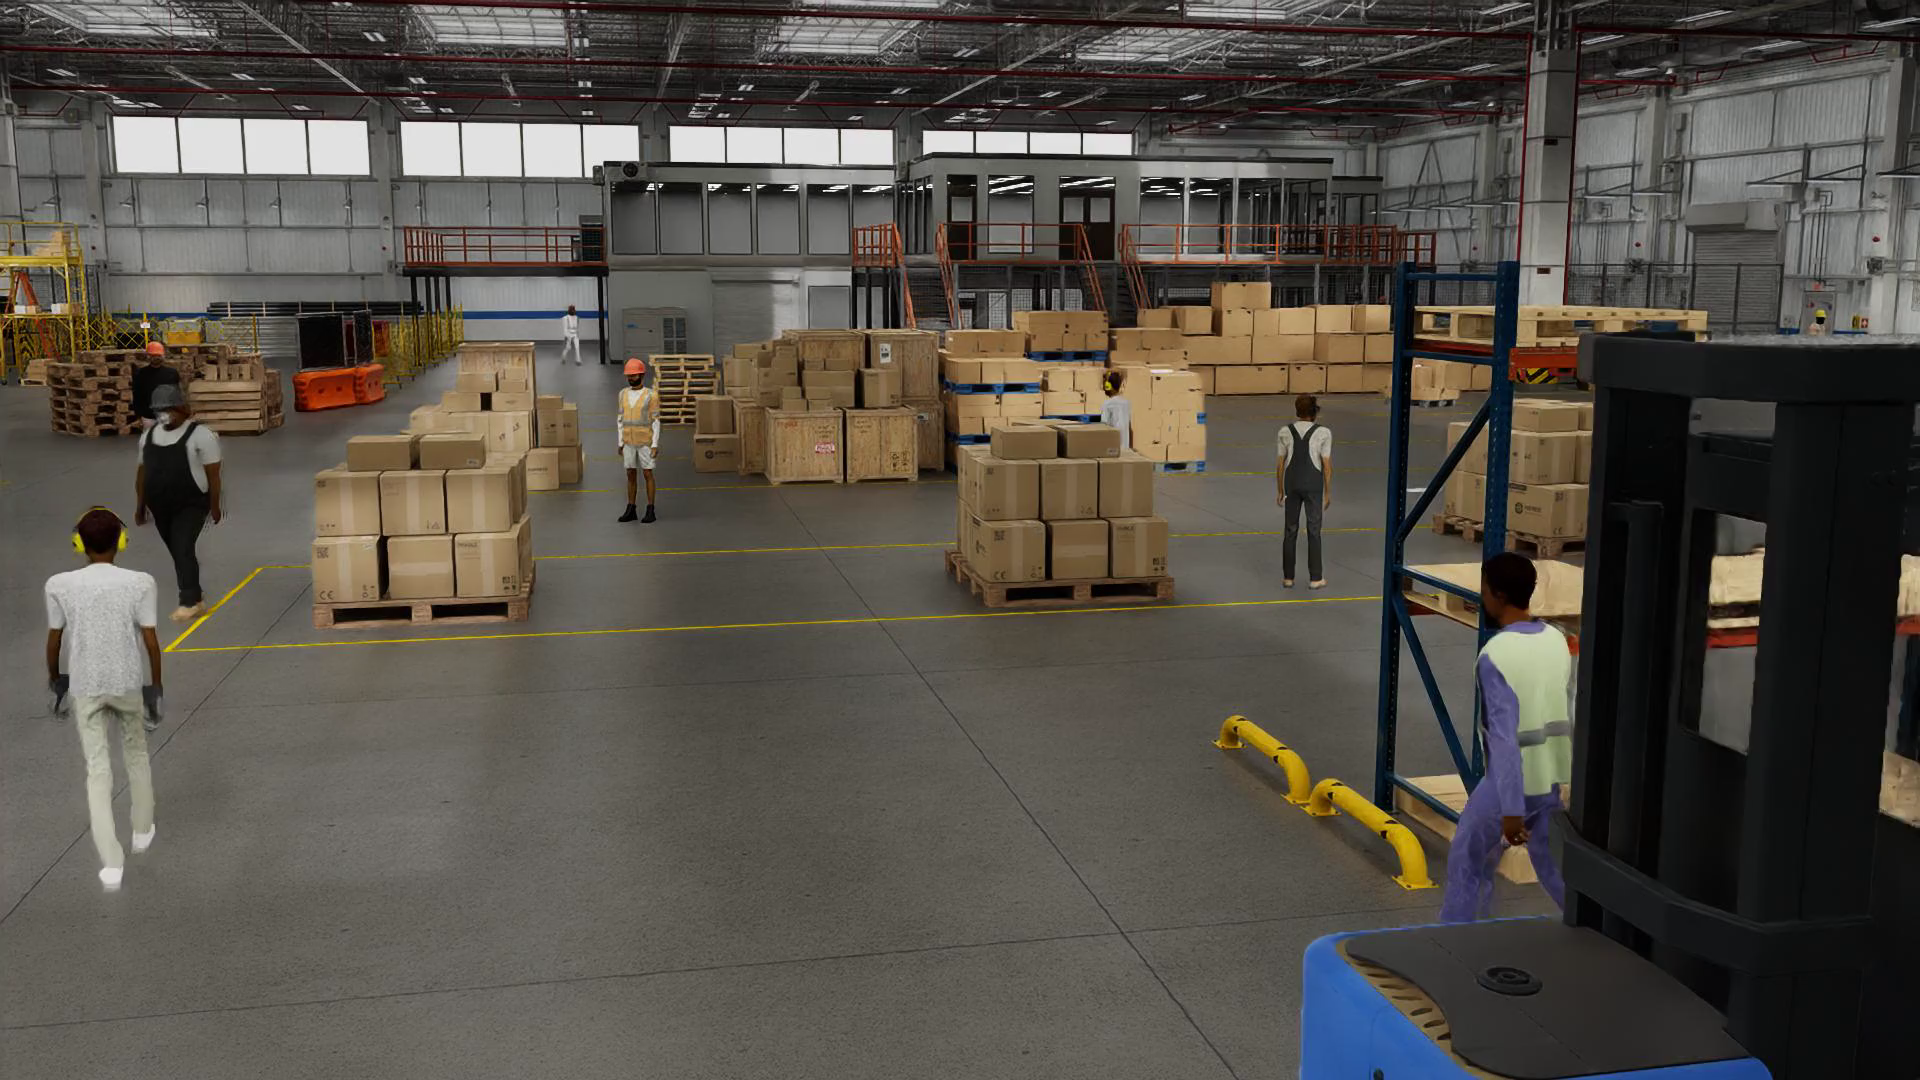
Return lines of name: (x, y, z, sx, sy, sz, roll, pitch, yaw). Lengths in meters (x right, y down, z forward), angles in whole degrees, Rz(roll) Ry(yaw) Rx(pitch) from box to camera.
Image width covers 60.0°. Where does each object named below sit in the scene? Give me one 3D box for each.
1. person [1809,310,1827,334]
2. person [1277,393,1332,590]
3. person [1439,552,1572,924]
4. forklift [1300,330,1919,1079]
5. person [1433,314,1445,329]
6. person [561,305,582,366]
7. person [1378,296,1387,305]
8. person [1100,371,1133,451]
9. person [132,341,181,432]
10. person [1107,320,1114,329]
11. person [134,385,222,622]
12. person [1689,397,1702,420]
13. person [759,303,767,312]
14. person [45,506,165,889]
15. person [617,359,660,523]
person: (21.666, -4.843, 42.043, 0.585, 1.928, 0.365, -7, 12, -37)
person: (3.210, -0.453, 15.542, 0.506, 1.843, 0.351, 4, 10, 24)
person: (2.343, 0.984, 6.755, 0.603, 1.866, 1.018, -8, 12, -40)
forklift: (1.976, 0.847, 4.461, 1.873, 2.768, 1.129, -2, 10, -12)
person: (14.456, -6.182, 50.563, 0.841, 1.814, 0.632, 8, 12, 41)
person: (-11.941, -6.278, 51.018, 0.579, 1.857, 0.828, -9, 13, -43)
person: (14.590, -7.452, 57.735, 0.397, 1.992, 0.621, 2, 10, 12)
person: (1.685, -1.004, 18.979, 0.933, 1.823, 0.504, 6, 11, 32)
person: (-10.974, -1.718, 22.782, 0.613, 1.997, 0.385, -7, 11, -35)
person: (3.225, -3.761, 35.627, 0.989, 1.868, 0.695, 1, 9, 4)
person: (-6.723, -0.322, 14.139, 0.697, 2.000, 0.751, 2, 10, 13)
person: (14.227, -3.313, 32.792, 0.966, 1.897, 0.633, 6, 11, 32)
person: (-6.913, -7.419, 57.945, 0.542, 1.855, 0.524, 7, 12, 36)
person: (-4.251, 0.745, 8.283, 0.530, 1.834, 0.896, -5, 10, -26)
person: (-3.792, -1.162, 19.568, 0.543, 1.939, 0.360, 3, 10, 18)
